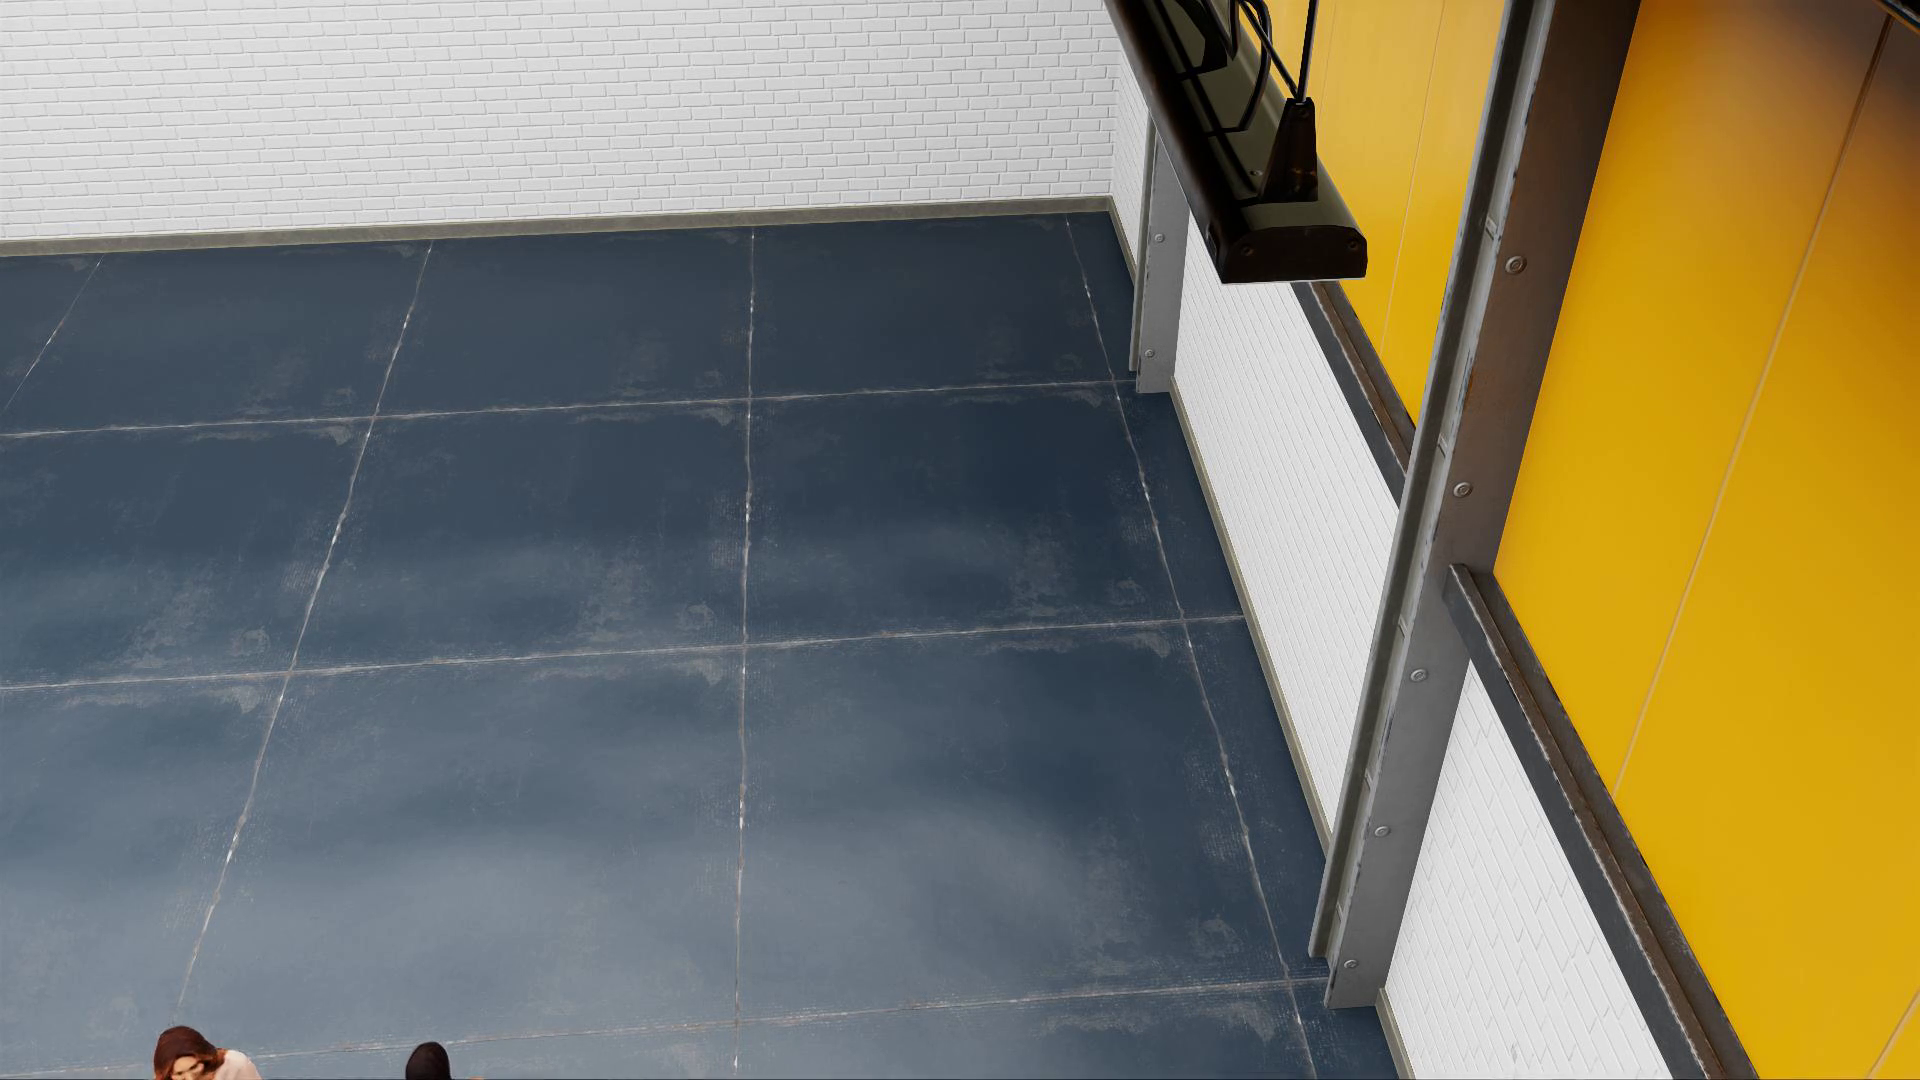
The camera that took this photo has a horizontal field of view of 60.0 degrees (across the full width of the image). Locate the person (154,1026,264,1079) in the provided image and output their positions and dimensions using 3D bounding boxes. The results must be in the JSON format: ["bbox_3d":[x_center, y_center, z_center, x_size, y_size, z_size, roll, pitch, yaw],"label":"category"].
[{"bbox_3d":[-3.255,2.638,7.411,0.951,1.748,1.131,-25,45,-28],"label":"person"}]

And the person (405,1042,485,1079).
[{"bbox_3d":[-2.160,2.766,7.301,0.628,1.686,0.633,-20,43,-23],"label":"person"}]
